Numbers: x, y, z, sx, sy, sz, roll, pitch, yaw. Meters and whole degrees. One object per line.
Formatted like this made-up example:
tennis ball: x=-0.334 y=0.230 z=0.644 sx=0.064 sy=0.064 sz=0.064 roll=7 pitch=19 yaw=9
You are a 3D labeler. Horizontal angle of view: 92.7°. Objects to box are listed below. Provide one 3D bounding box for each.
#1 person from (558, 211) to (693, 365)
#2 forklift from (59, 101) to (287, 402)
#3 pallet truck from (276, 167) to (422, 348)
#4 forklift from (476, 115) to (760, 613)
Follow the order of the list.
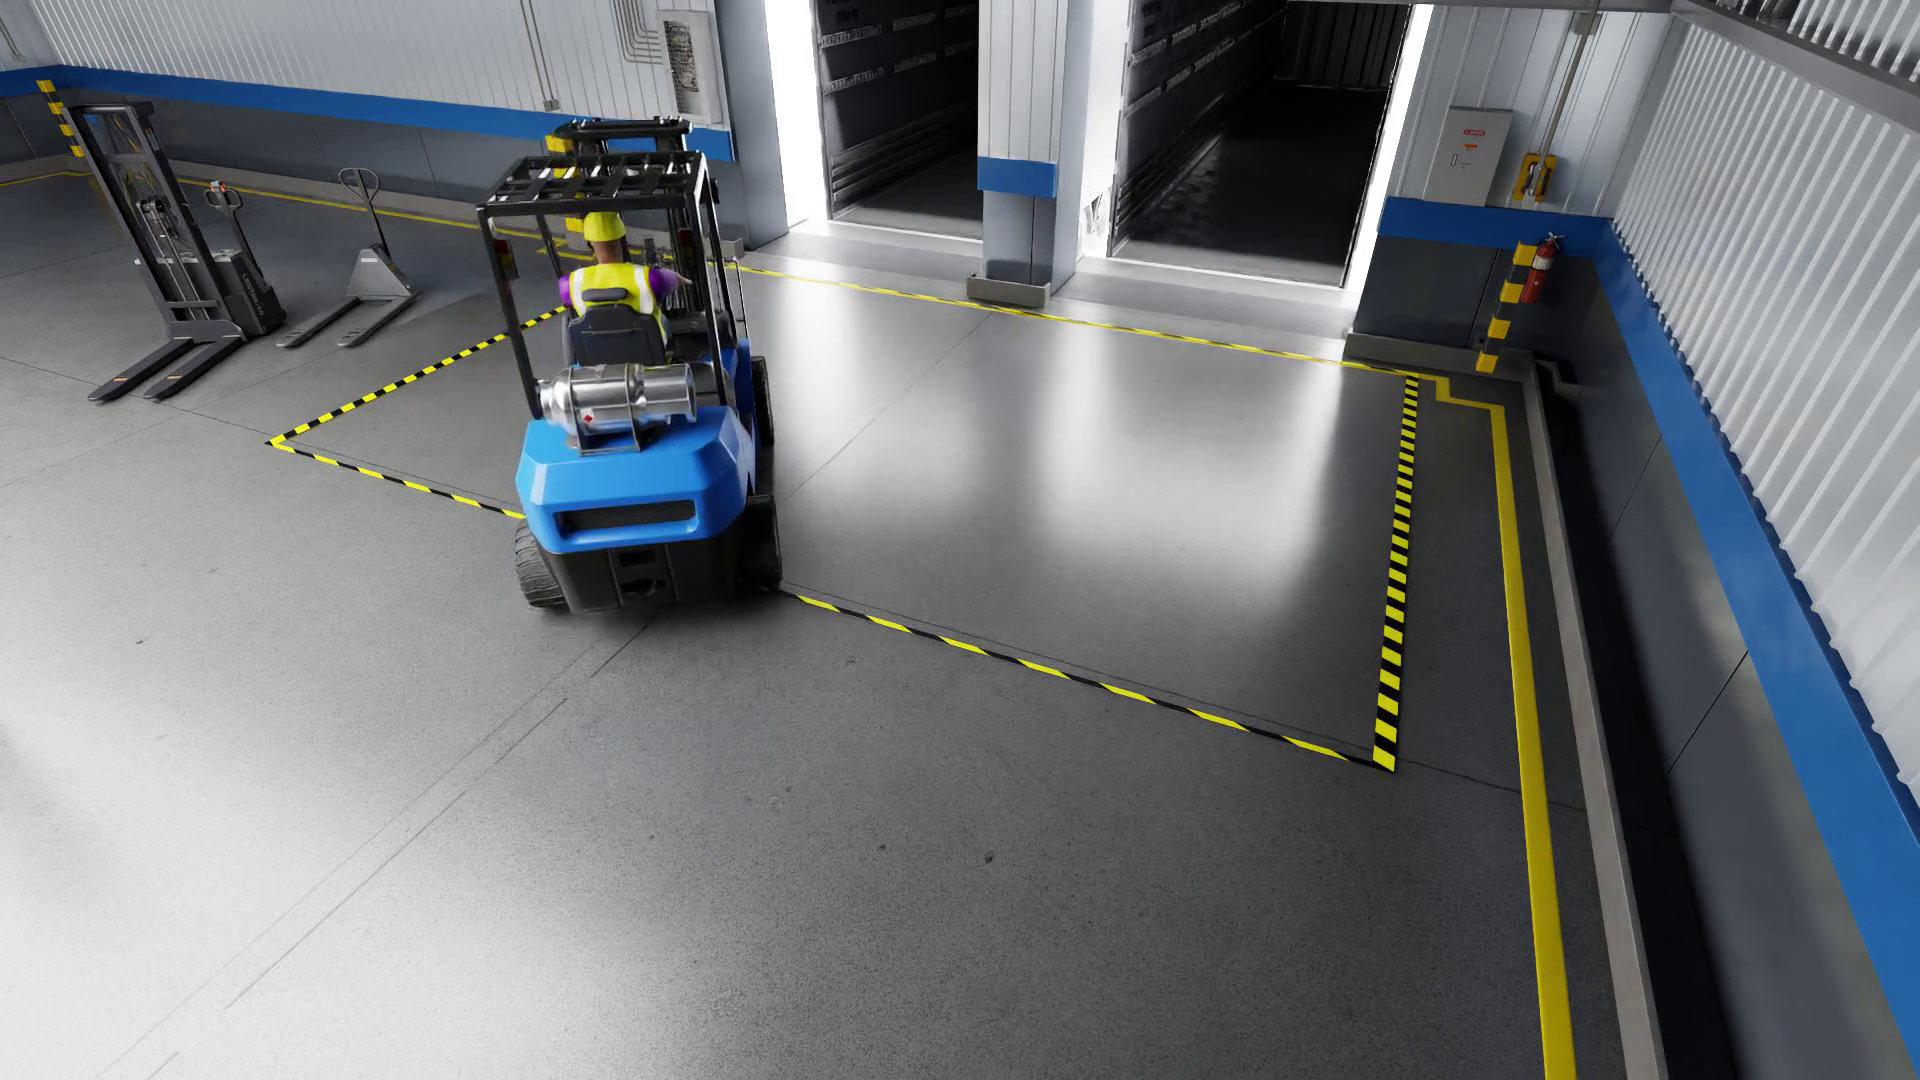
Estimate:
person: x=-1.881 y=-1.353 z=5.318 sx=0.635 sy=1.294 sz=1.004 roll=-6 pitch=35 yaw=-8
forklift: x=-6.686 y=-2.387 z=7.434 sx=0.823 sy=1.965 sz=1.885 roll=-3 pitch=35 yaw=-5
pallet truck: x=-5.732 y=-2.611 z=8.414 sx=0.680 sy=1.201 sz=1.601 roll=-1 pitch=35 yaw=-1
forklift: x=-1.877 y=-1.165 z=5.376 sx=1.157 sy=2.036 sz=2.680 roll=-6 pitch=35 yaw=-8
